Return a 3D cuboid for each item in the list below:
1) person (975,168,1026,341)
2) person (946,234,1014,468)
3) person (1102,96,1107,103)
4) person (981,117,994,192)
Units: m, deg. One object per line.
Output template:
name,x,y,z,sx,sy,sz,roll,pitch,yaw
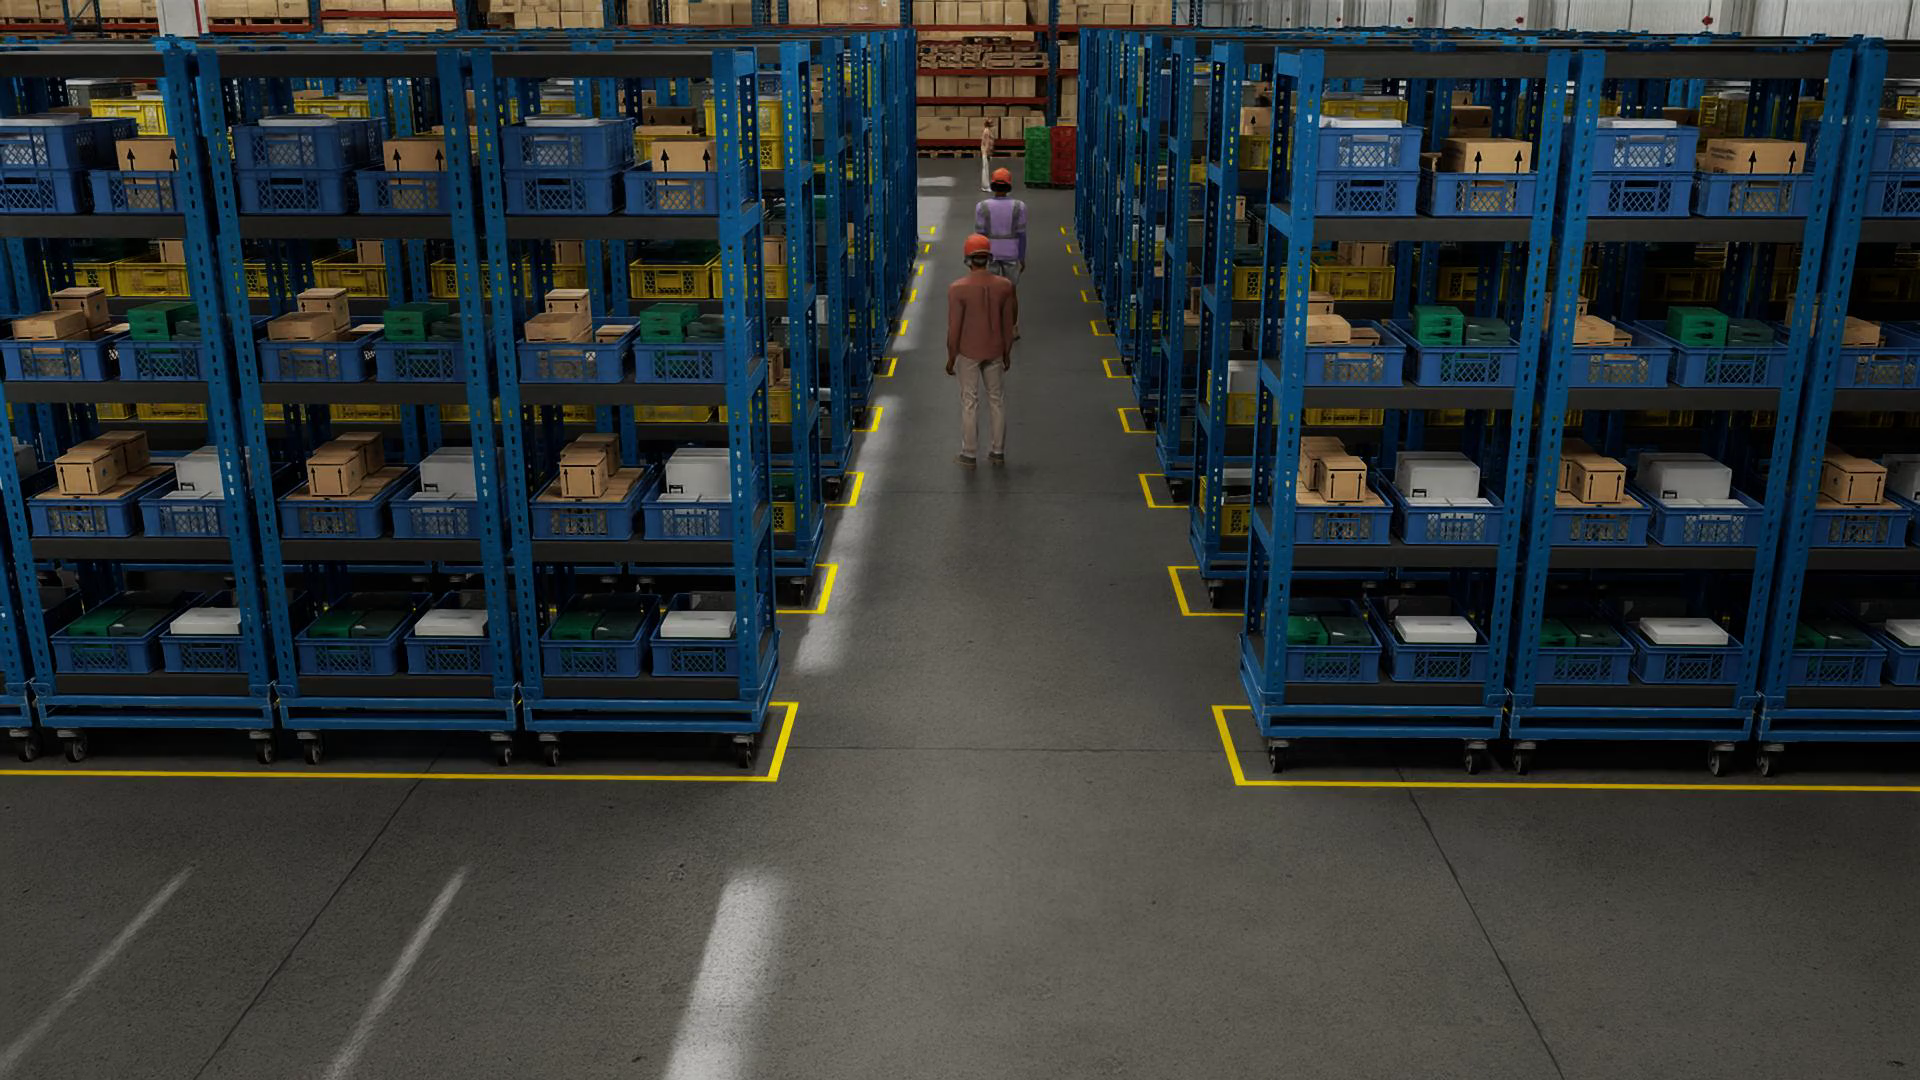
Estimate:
person,0.484,-3.393,19.824,0.606,2.045,0.389,0,17,0
person,0.160,-1.613,14.237,0.619,1.990,0.395,-8,19,-23
person,3.826,-11.256,45.130,1.000,1.892,0.631,1,17,2
person,0.615,-8.595,37.068,0.315,1.641,0.515,0,17,1
